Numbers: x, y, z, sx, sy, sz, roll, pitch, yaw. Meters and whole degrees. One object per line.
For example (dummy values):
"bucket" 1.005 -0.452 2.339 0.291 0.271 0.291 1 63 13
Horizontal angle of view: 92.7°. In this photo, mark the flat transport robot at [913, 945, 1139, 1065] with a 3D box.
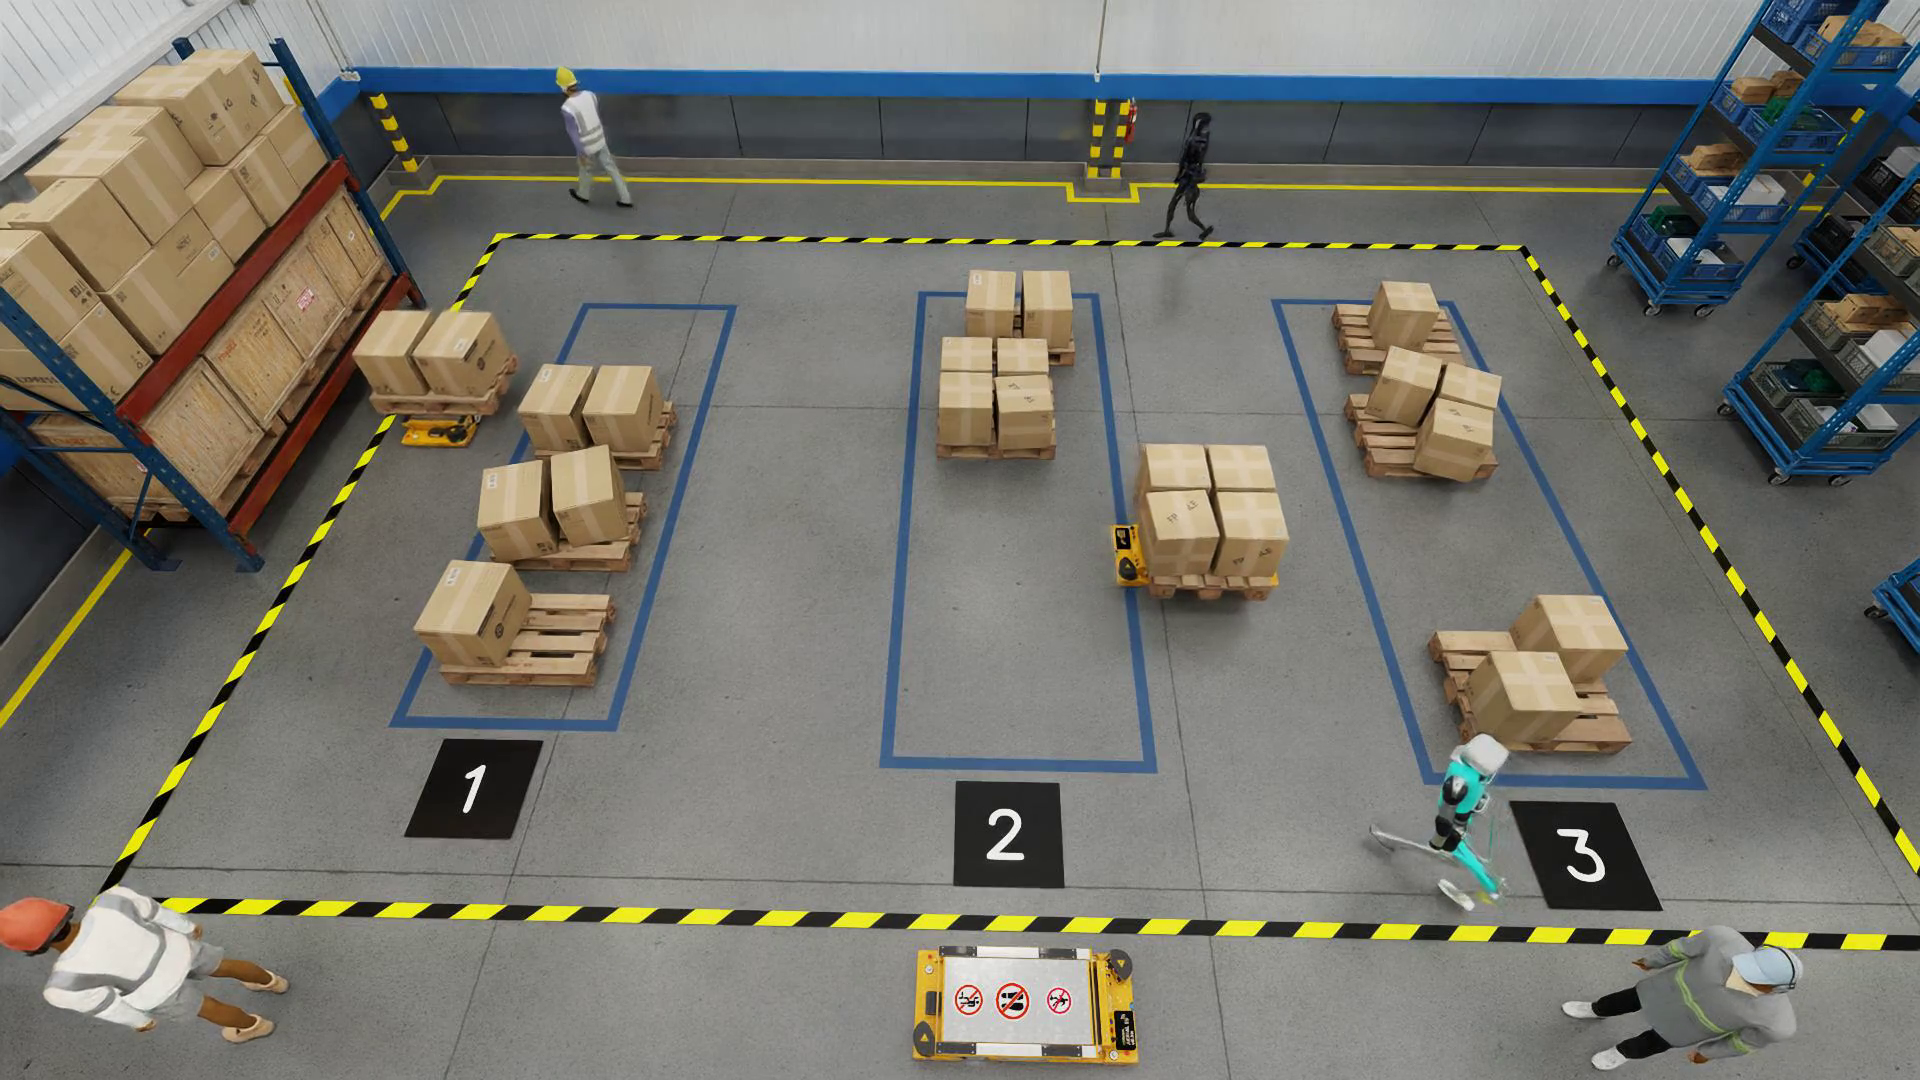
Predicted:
"flat transport robot" 0.422 3.041 6.007 1.431 0.231 0.659 1 51 1

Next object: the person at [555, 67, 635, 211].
"person" -4.754 -5.066 11.638 0.936 1.782 0.615 21 54 16

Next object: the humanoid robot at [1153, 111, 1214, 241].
"humanoid robot" 2.868 -4.411 11.199 0.708 1.651 0.590 -7 51 -5

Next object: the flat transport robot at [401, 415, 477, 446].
"flat transport robot" -5.349 -1.564 9.743 0.652 0.197 1.431 1 51 1

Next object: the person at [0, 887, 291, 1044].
"person" -4.669 2.500 5.305 0.394 2.042 0.608 0 51 0

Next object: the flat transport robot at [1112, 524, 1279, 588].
"flat transport robot" 2.142 0.114 8.375 1.431 0.197 0.652 1 51 1

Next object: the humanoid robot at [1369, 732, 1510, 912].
"humanoid robot" 3.383 1.938 5.967 1.018 1.709 0.553 36 59 26

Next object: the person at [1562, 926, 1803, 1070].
"person" 4.151 2.679 5.280 0.396 1.850 0.597 -7 51 -6
